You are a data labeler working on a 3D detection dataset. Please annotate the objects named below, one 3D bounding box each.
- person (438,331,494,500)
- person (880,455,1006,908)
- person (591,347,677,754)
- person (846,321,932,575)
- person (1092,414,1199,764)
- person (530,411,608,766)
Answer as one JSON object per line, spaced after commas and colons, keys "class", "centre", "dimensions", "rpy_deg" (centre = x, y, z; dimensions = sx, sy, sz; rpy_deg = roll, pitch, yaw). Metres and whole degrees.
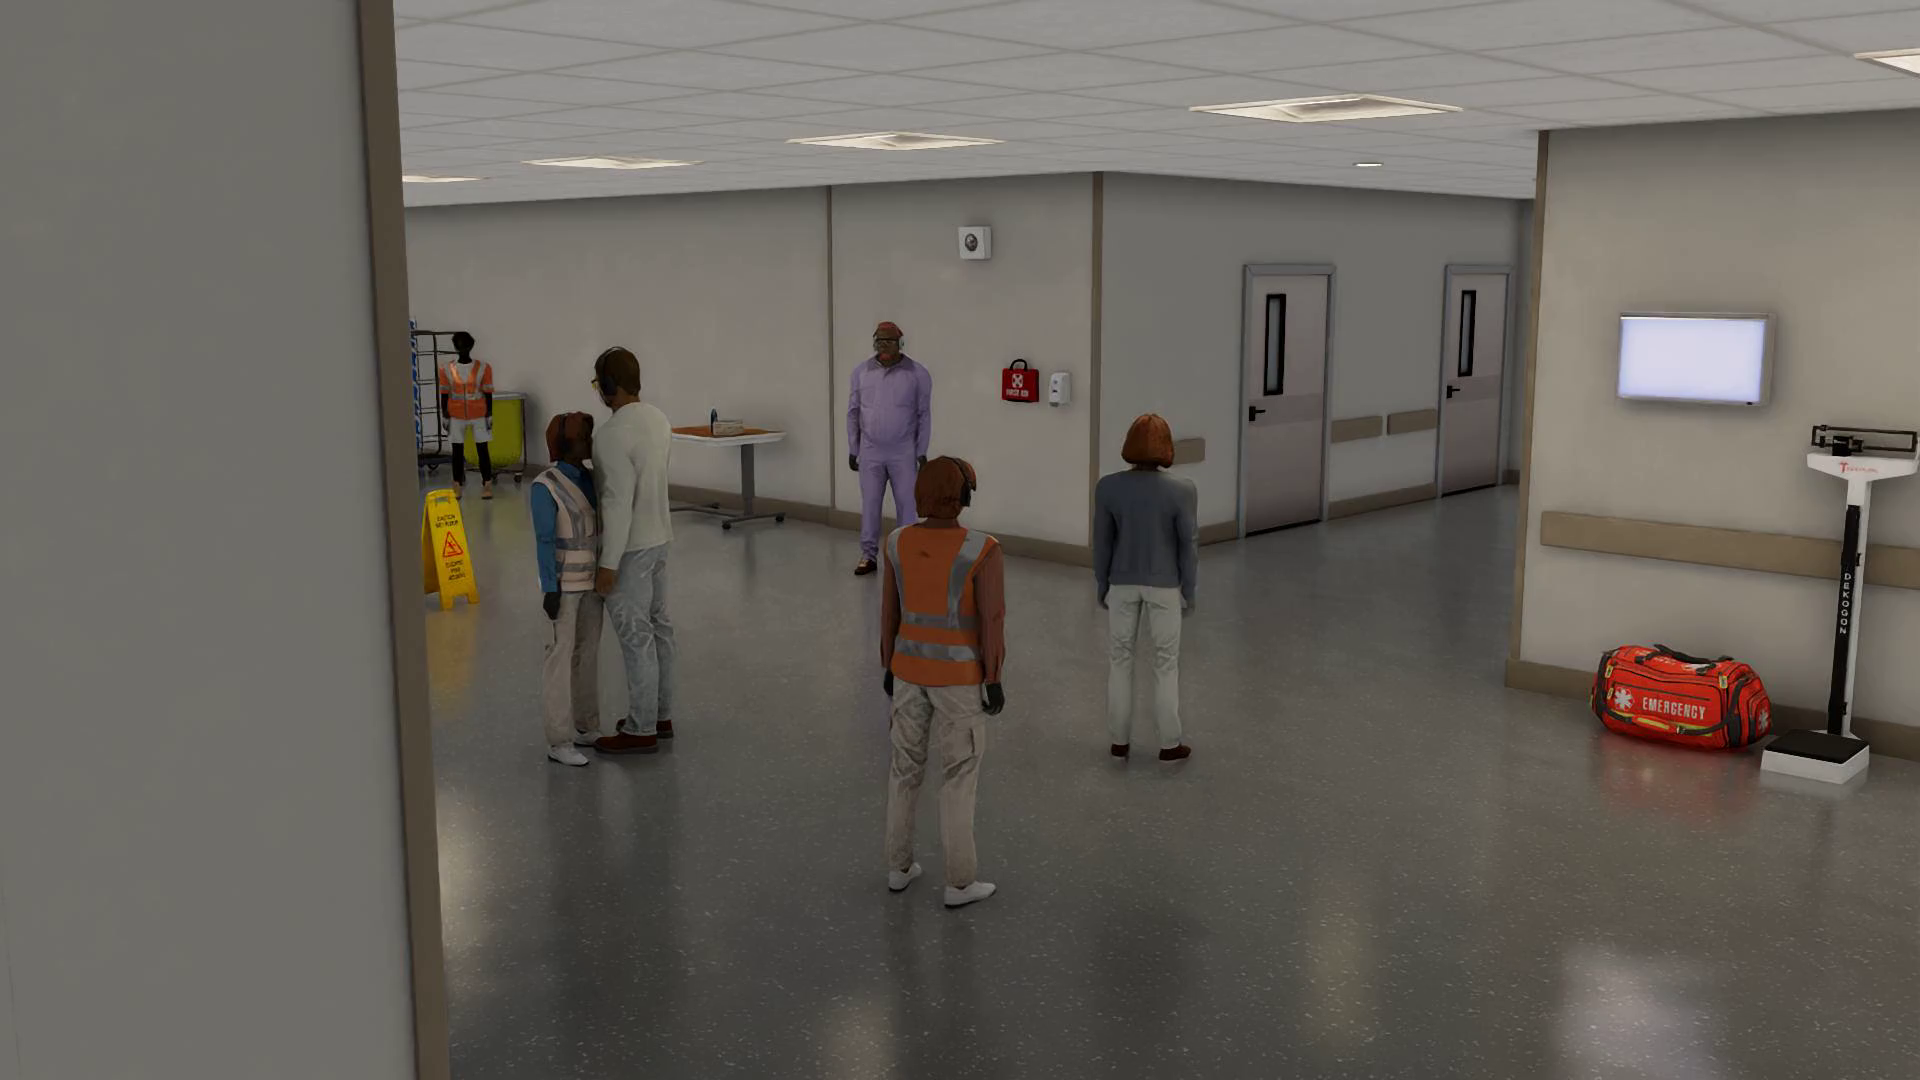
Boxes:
{"class": "person", "centre": [-4.902, -1.231, 16.549], "dimensions": [0.537, 1.685, 0.327], "rpy_deg": [-1, 9, -8]}
{"class": "person", "centre": [-0.077, 0.508, 6.082], "dimensions": [0.530, 1.628, 0.321], "rpy_deg": [6, 11, 34]}
{"class": "person", "centre": [-1.563, 0.054, 7.910], "dimensions": [0.373, 1.936, 0.627], "rpy_deg": [2, 9, 11]}
{"class": "person", "centre": [-0.540, -0.681, 12.497], "dimensions": [0.643, 1.909, 0.410], "rpy_deg": [1, 9, 7]}
{"class": "person", "centre": [0.862, 0.229, 7.752], "dimensions": [0.501, 1.633, 0.282], "rpy_deg": [4, 10, 22]}
{"class": "person", "centre": [-1.804, 0.217, 7.792], "dimensions": [0.307, 1.645, 0.519], "rpy_deg": [3, 10, 20]}
